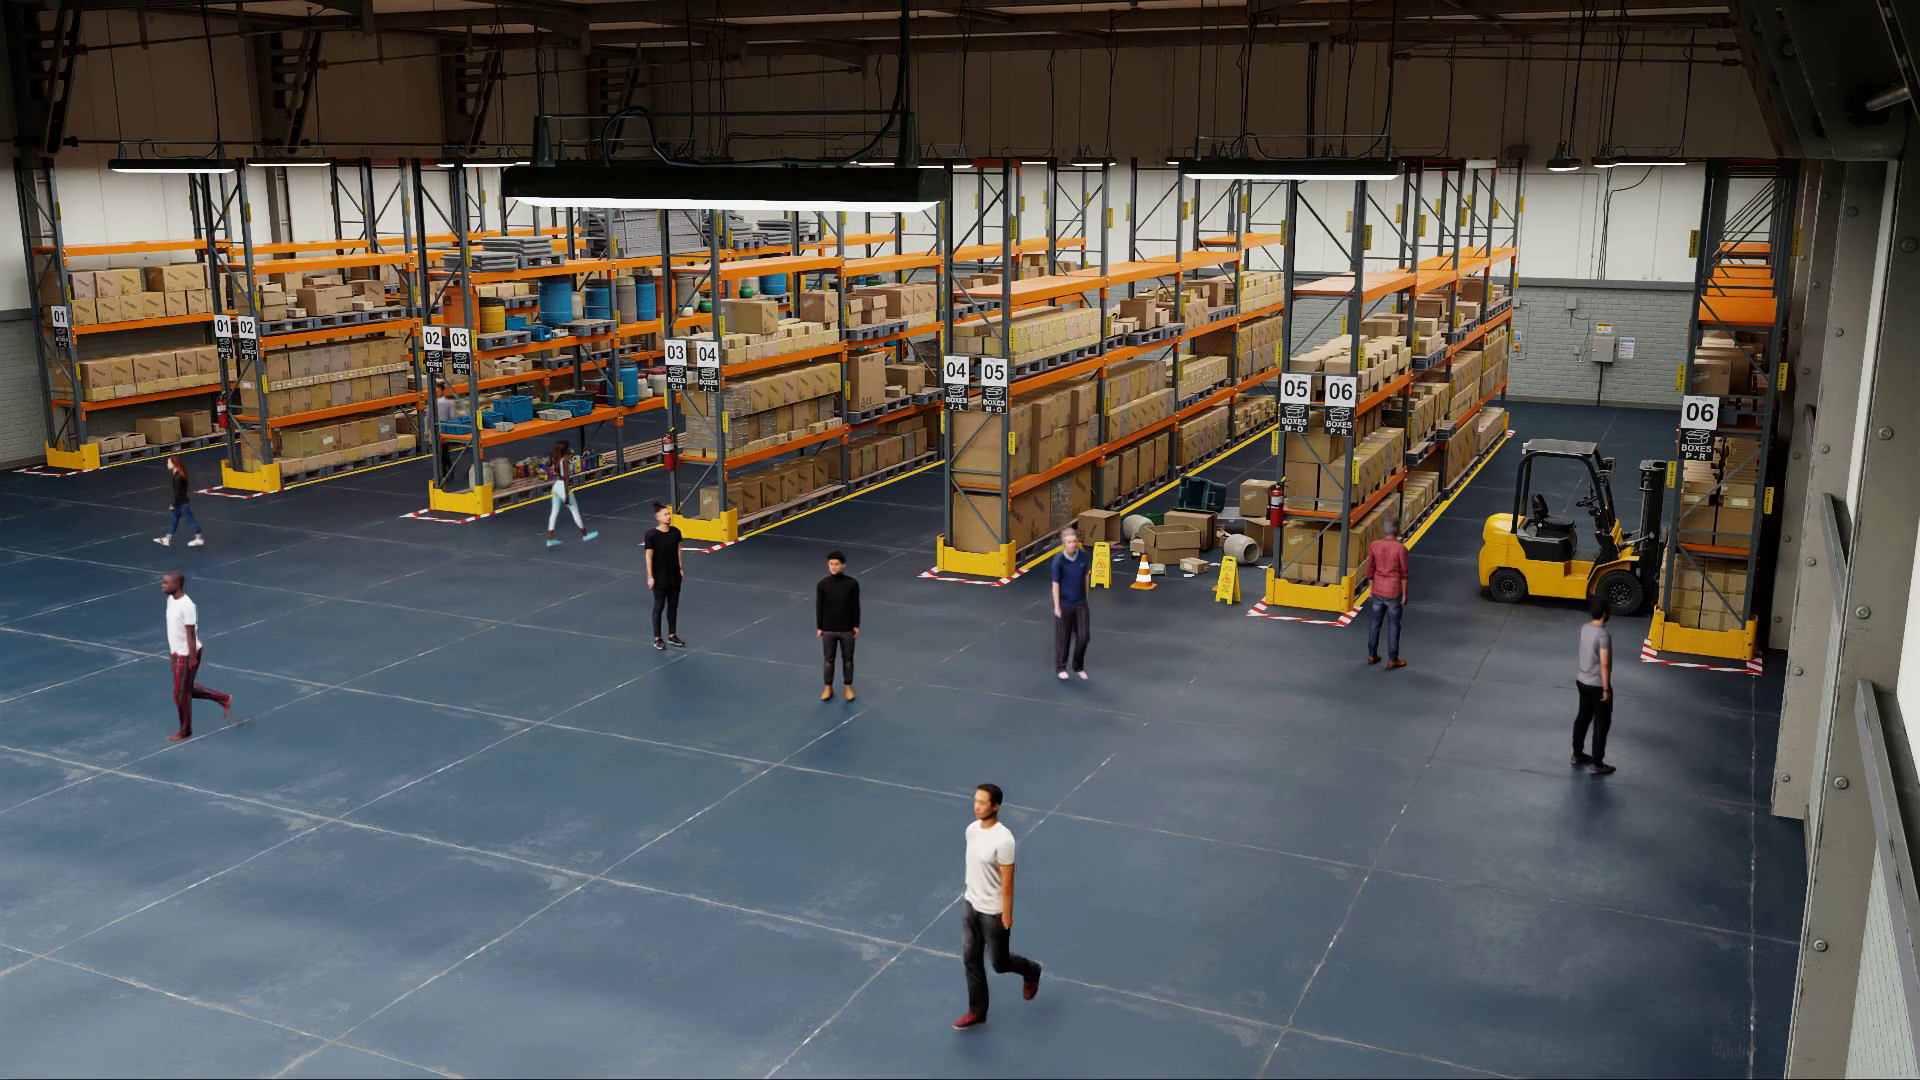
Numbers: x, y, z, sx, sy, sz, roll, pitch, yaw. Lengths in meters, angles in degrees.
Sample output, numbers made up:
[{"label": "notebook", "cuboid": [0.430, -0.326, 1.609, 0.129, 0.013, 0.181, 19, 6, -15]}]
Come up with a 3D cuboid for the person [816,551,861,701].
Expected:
[{"label": "person", "cuboid": [-1.377, 0.954, 18.827, 0.717, 1.722, 0.684, 0, 13, 1]}]

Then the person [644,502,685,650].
[{"label": "person", "cuboid": [-3.694, 0.422, 20.835, 0.667, 1.853, 0.825, -12, 18, -42]}]

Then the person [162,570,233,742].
[{"label": "person", "cuboid": [-8.105, 1.194, 17.583, 1.091, 1.816, 0.894, -12, 17, -41]}]

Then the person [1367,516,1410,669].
[{"label": "person", "cuboid": [5.158, 0.614, 20.054, 0.750, 1.831, 0.674, 12, 18, 42]}]

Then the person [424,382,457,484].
[{"label": "person", "cuboid": [-9.693, -2.024, 31.271, 0.767, 1.910, 0.685, 4, 14, 17]}]

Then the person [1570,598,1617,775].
[{"label": "person", "cuboid": [6.326, 1.440, 16.672, 0.821, 1.748, 0.730, -3, 13, -11]}]

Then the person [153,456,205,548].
[{"label": "person", "cuboid": [-12.130, -0.587, 26.093, 1.017, 1.446, 0.858, -9, 16, -33]}]

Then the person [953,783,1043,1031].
[{"label": "person", "cuboid": [0.273, 2.565, 11.728, 1.104, 1.787, 0.901, -11, 17, -38]}]

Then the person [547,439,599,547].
[{"label": "person", "cuboid": [-6.316, -0.714, 26.123, 1.154, 1.681, 0.906, -10, 17, -38]}]

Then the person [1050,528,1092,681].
[{"label": "person", "cuboid": [1.260, 0.735, 19.511, 0.859, 1.841, 0.918, -4, 14, -19]}]
